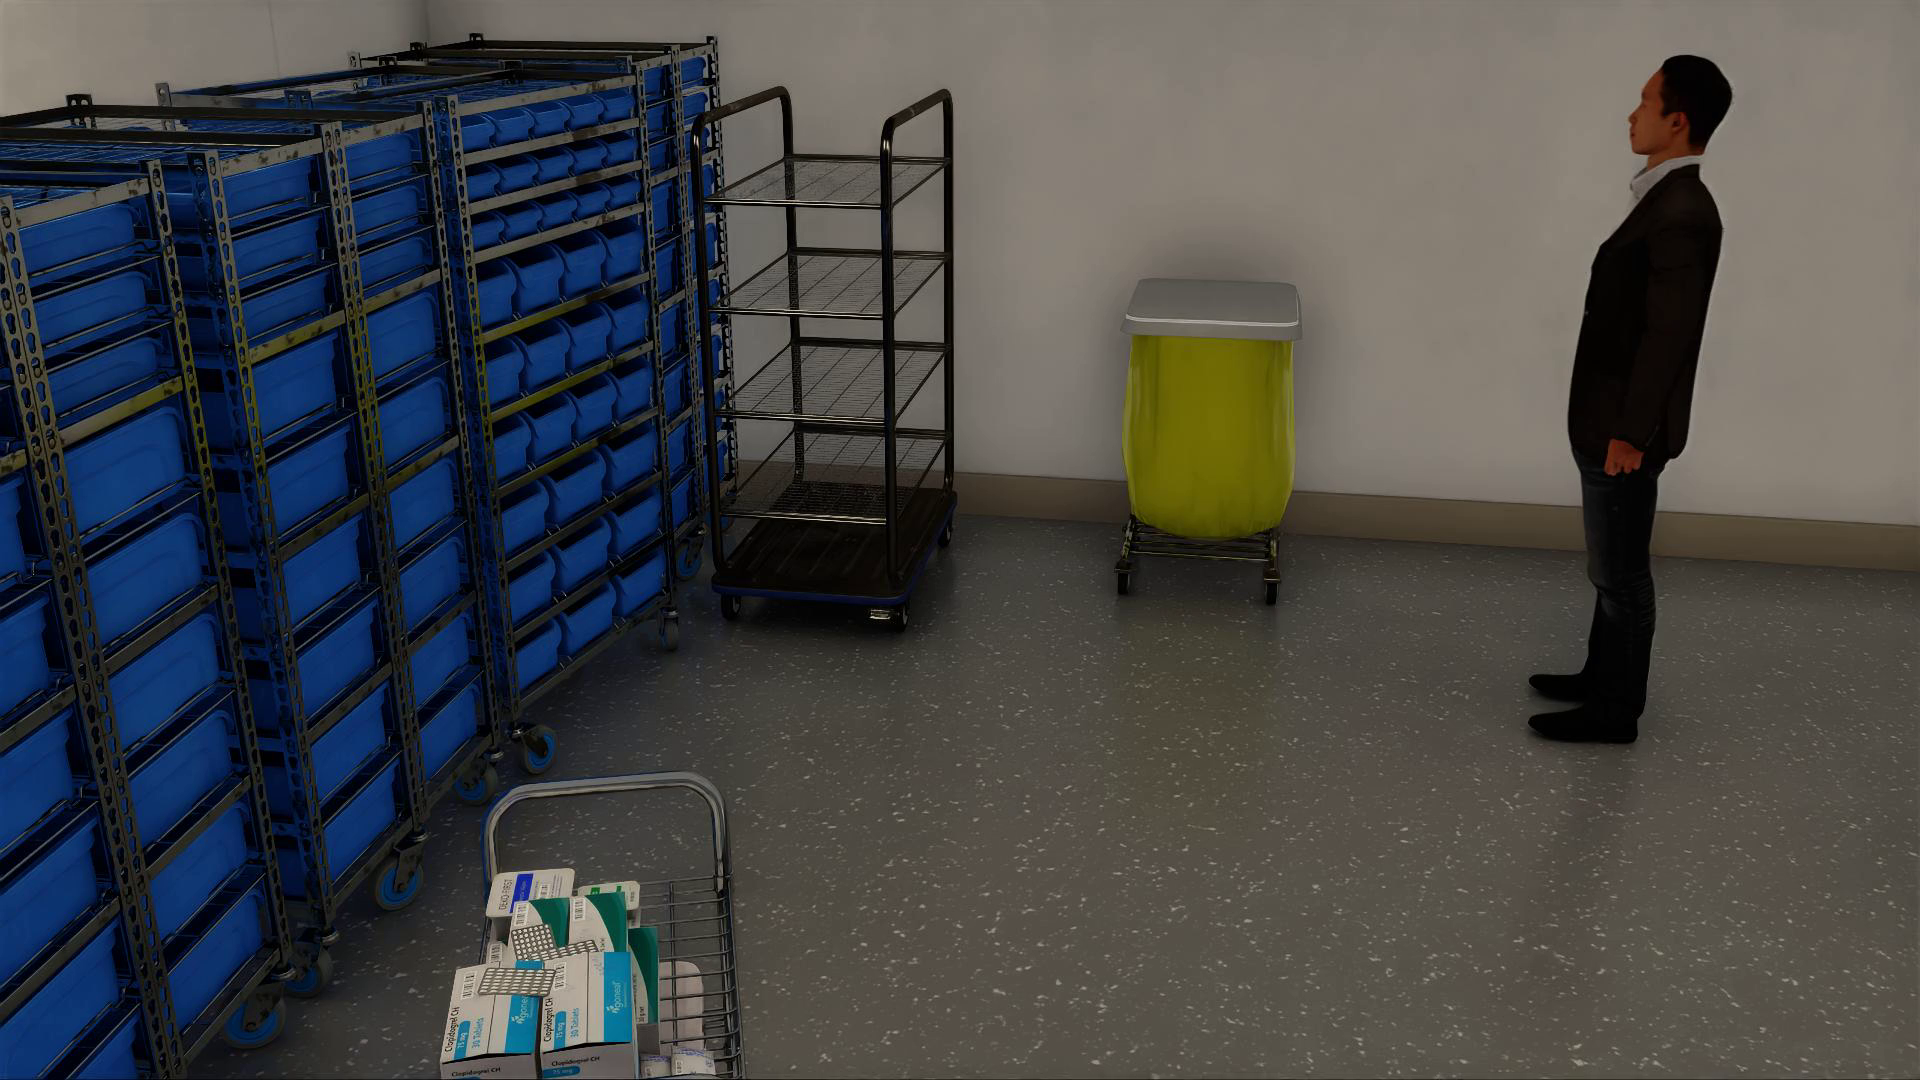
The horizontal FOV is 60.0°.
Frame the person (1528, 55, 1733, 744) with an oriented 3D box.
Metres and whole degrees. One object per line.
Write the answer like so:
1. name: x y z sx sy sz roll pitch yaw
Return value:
1. person: 1.773 -0.338 4.362 0.573 1.805 0.715 6 22 16
